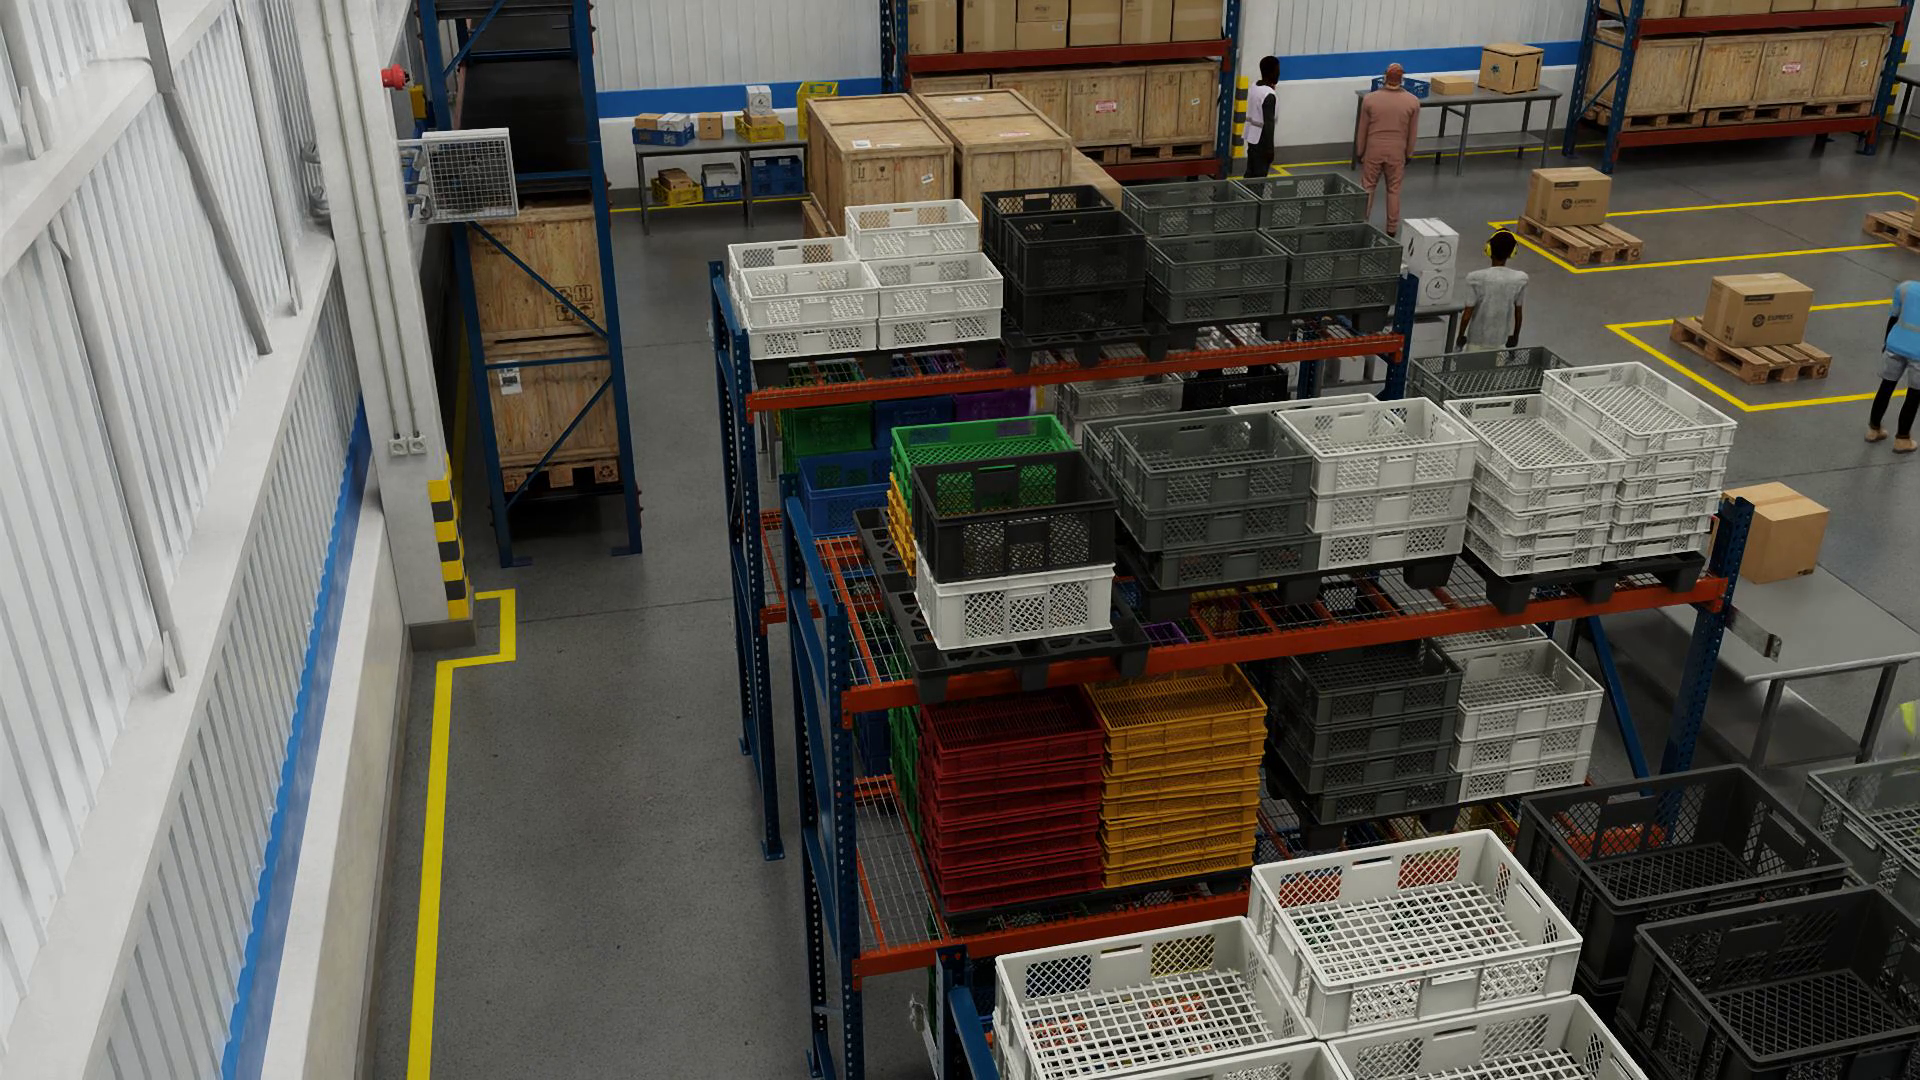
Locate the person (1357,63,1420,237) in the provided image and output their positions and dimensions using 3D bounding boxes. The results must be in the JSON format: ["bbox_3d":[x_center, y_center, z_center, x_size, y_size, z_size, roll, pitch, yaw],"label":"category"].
[{"bbox_3d":[4.737,-4.338,18.521,0.642,1.899,0.395,5,28,9],"label":"person"}]

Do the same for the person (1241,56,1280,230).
[{"bbox_3d":[3.388,-4.487,18.774,0.392,1.920,0.587,-6,28,-11],"label":"person"}]

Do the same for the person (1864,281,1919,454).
[{"bbox_3d":[7.680,-1.523,13.397,0.317,1.688,0.534,-16,32,-28],"label":"person"}]

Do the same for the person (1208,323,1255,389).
[{"bbox_3d":[2.085,-1.321,12.824,0.360,1.877,0.579,0,28,-1],"label":"person"}]

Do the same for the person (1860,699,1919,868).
[{"bbox_3d":[4.575,1.328,7.853,0.624,1.826,0.567,7,29,13],"label":"person"}]

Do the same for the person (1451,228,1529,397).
[{"bbox_3d":[4.207,-1.578,13.309,0.534,1.869,0.315,0,28,-1],"label":"person"}]

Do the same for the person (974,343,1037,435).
[{"bbox_3d":[0.413,-0.394,11.016,0.724,1.918,0.643,21,34,34],"label":"person"}]
